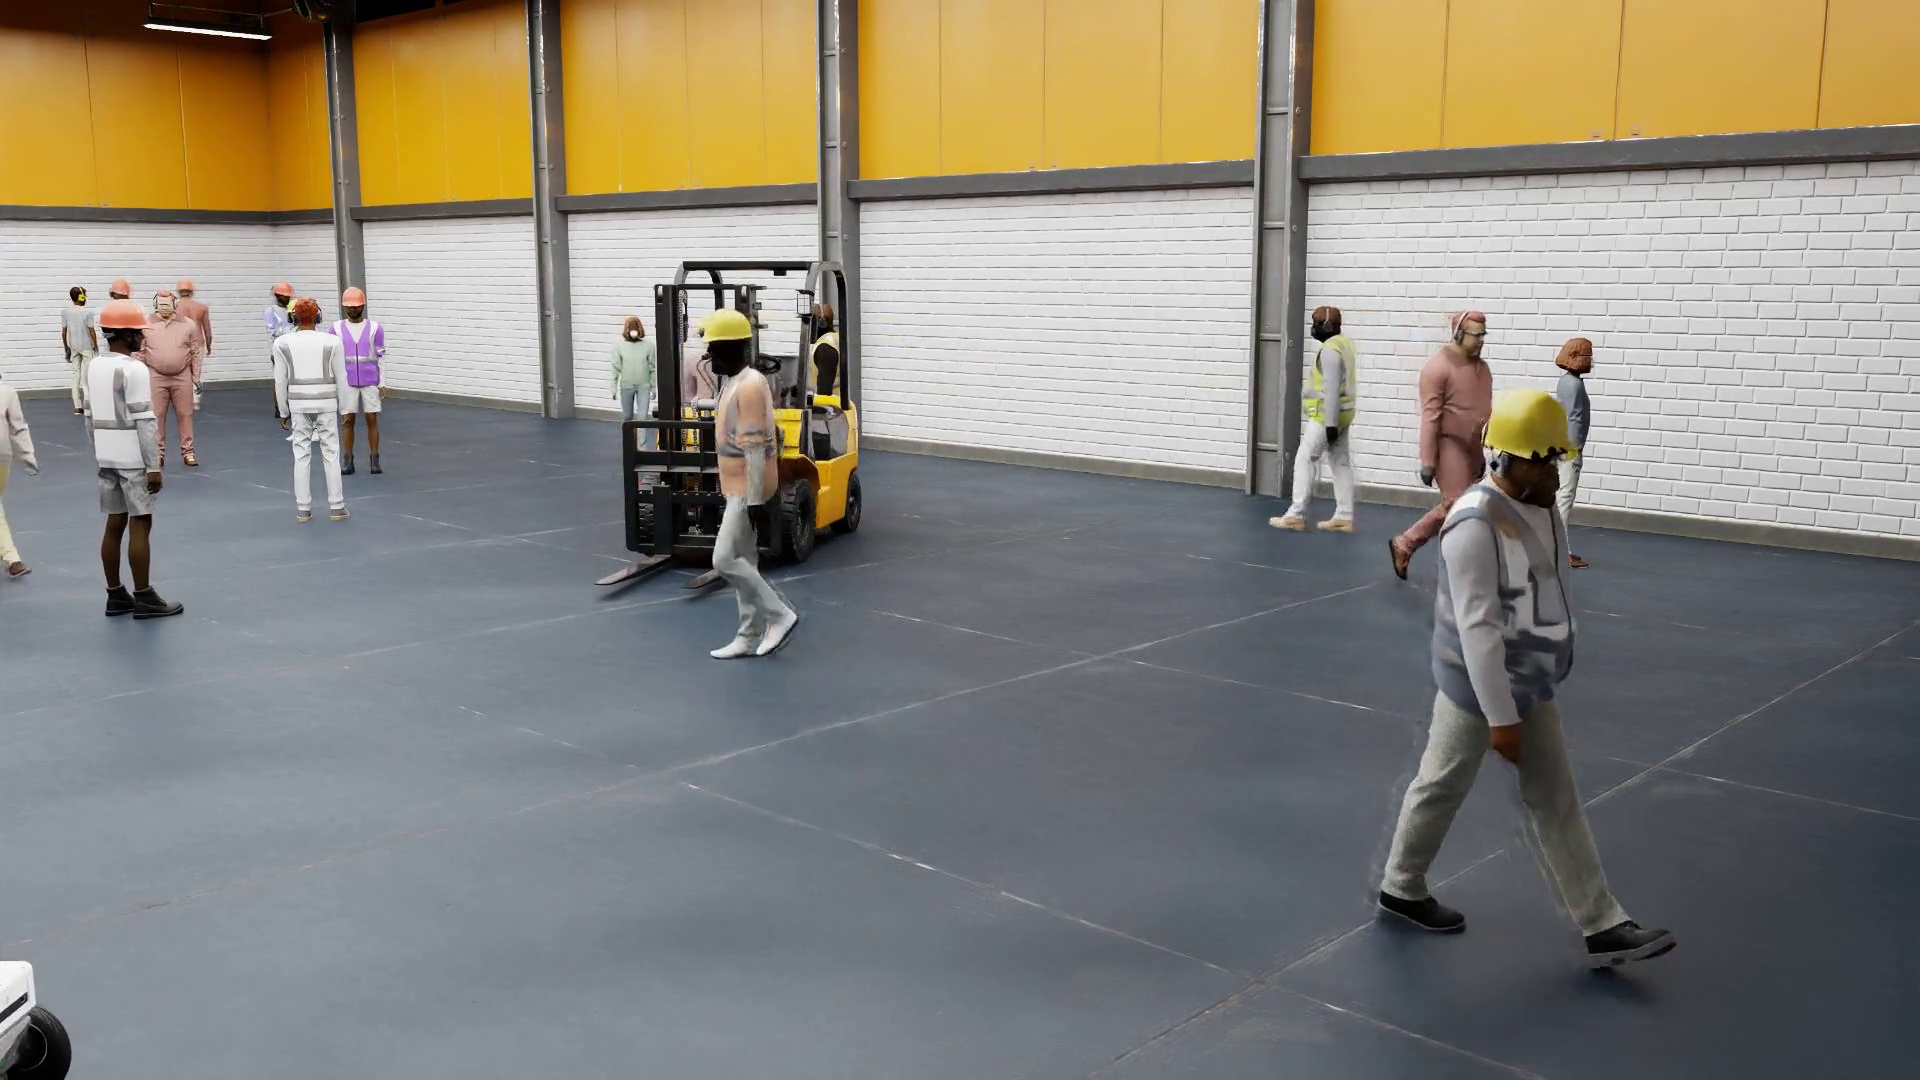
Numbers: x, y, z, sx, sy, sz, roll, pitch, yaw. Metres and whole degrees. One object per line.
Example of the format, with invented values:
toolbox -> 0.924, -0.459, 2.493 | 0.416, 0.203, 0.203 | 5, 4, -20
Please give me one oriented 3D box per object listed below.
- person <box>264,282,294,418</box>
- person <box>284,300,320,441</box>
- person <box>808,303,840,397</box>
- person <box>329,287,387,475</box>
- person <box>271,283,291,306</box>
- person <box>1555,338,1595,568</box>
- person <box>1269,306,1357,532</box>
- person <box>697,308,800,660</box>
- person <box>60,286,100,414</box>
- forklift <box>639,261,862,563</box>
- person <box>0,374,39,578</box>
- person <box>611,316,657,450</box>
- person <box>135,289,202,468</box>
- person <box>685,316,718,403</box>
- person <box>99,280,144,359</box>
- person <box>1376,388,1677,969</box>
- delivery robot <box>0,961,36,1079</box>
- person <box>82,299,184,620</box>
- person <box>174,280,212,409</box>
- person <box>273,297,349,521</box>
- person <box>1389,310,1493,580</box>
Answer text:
person -> -9.599, -2.697, 23.666 | 0.358, 1.937, 0.544 | 4, 10, 21
person -> -8.105, -2.080, 20.478 | 0.493, 1.742, 0.322 | 2, 9, 10
person -> -1.158, -1.109, 14.274 | 0.430, 1.838, 0.627 | 0, 9, -1
person -> -6.199, -1.633, 17.151 | 0.552, 1.932, 0.377 | -3, 10, -17
person -> -9.695, -2.753, 24.073 | 0.669, 1.916, 0.487 | 6, 11, 34
person -> 4.375, -0.626, 11.898 | 0.281, 1.633, 0.500 | 2, 9, 11
person -> 2.852, -0.970, 13.432 | 0.788, 1.816, 0.660 | 4, 10, 22
person -> -1.184, -0.285, 8.950 | 0.421, 1.908, 0.621 | -3, 10, -18
person -> -12.811, -2.758, 24.270 | 0.518, 1.865, 0.329 | 0, 9, 3
forklift -> -1.552, -1.040, 12.721 | 1.214, 2.155, 2.313 | 2, 9, 11
person -> -6.725, -0.535, 11.514 | 0.914, 1.582, 0.507 | 5, 11, 29
person -> -3.657, -1.714, 18.652 | 0.507, 1.604, 0.734 | -2, 10, -15
person -> -8.463, -1.724, 17.816 | 0.639, 1.902, 0.407 | -5, 11, -29
person -> -2.152, -1.059, 14.241 | 0.506, 1.731, 0.791 | 5, 10, 28
person -> -11.880, -2.715, 23.694 | 0.606, 1.987, 1.041 | -2, 9, -10
person -> 1.678, 0.427, 5.024 | 0.951, 1.766, 0.614 | 8, 13, 42
delivery robot -> -2.624, 1.158, 3.968 | 0.707, 0.478, 0.477 | 0, 9, -1
person -> -5.044, -0.487, 10.115 | 0.548, 1.936, 0.378 | 5, 11, 29
person -> -11.746, -2.977, 25.352 | 0.628, 1.937, 1.002 | -4, 10, -24
person -> -5.438, -1.094, 13.996 | 0.575, 1.884, 0.355 | -2, 10, -14
person -> 3.195, -0.575, 10.900 | 0.649, 1.868, 0.869 | -8, 12, -40
